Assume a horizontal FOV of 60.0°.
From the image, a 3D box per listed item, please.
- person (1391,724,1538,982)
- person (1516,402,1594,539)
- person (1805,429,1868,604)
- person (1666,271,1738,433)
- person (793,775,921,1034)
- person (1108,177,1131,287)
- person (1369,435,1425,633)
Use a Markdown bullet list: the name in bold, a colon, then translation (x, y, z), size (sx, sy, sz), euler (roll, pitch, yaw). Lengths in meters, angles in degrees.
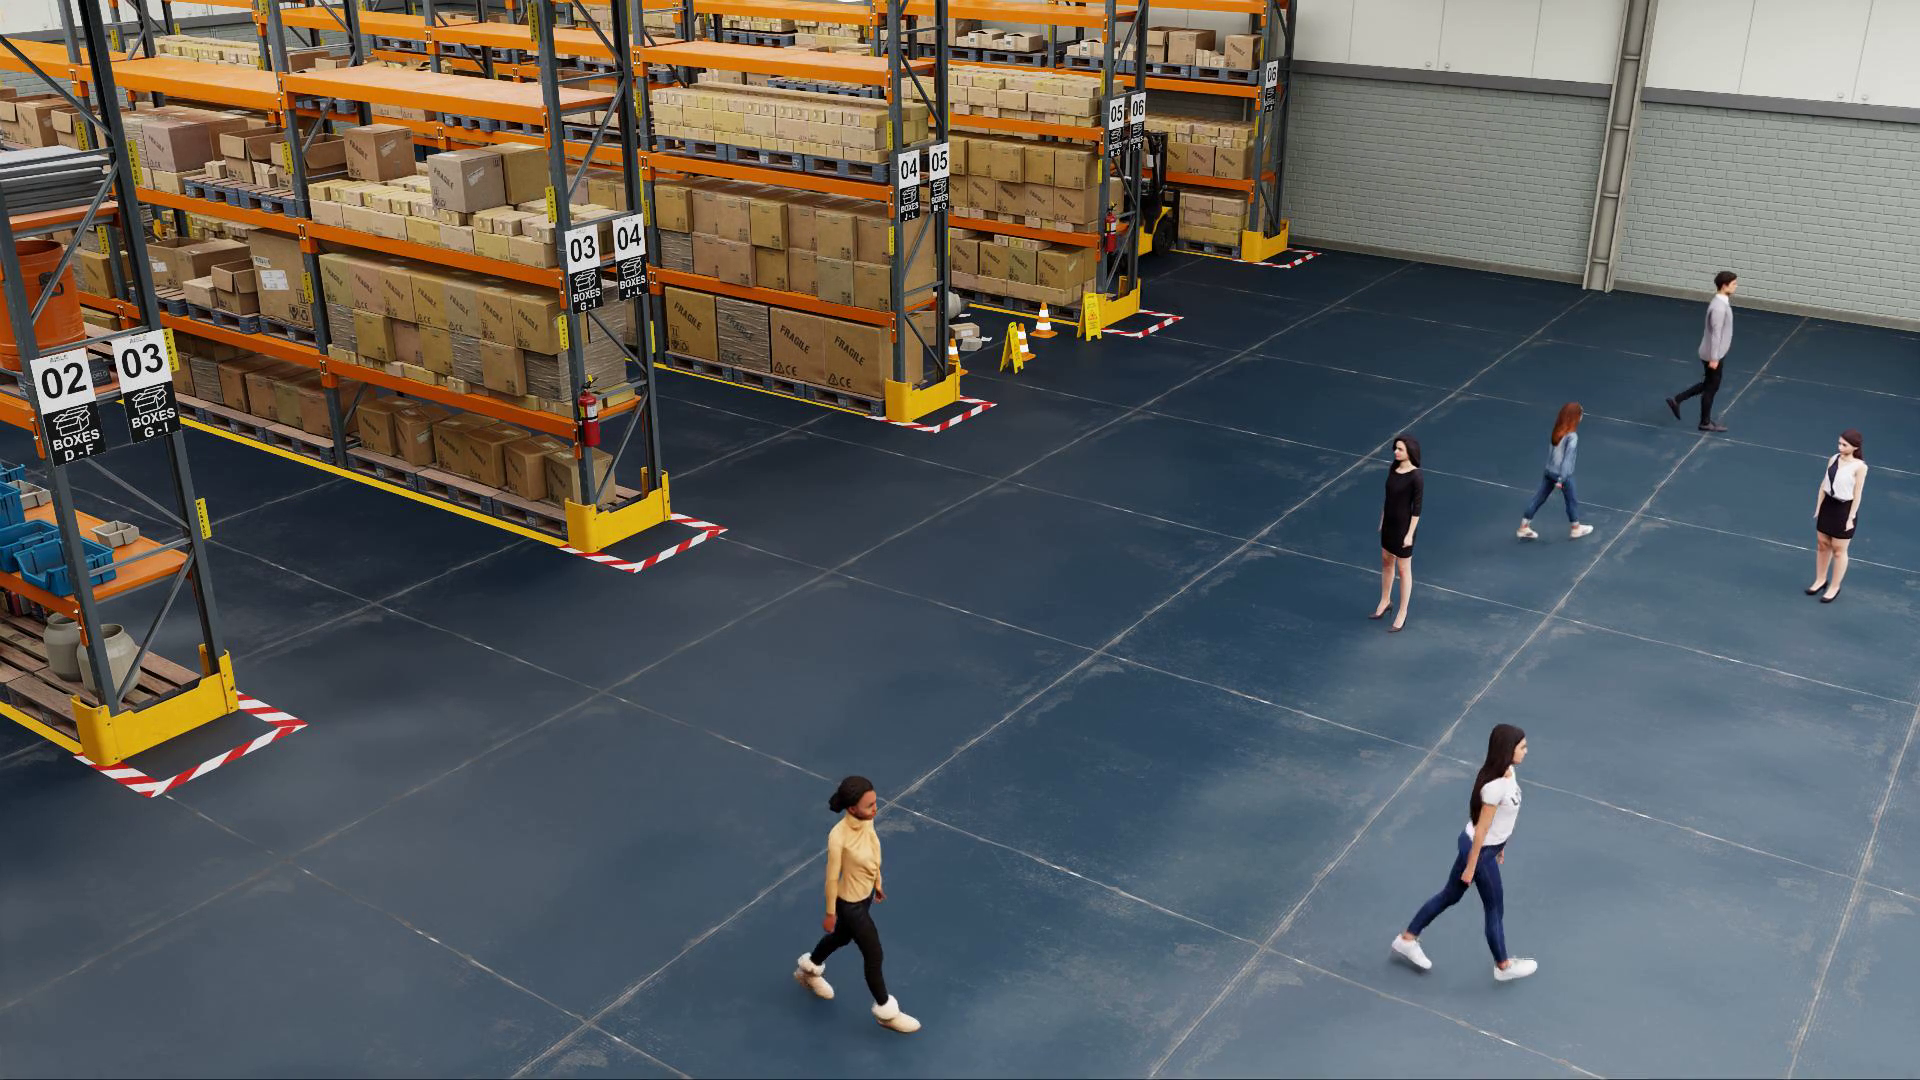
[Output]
- **person**: translation (3.047, 1.907, 10.075), size (1.167, 1.734, 0.826), euler (10, 25, 22)
- **person**: translation (5.851, -0.648, 16.464), size (1.021, 1.437, 0.994), euler (-6, 24, -13)
- **person**: translation (8.039, -0.235, 15.221), size (0.691, 1.649, 0.588), euler (-10, 25, -23)
- **person**: translation (8.765, -2.218, 19.551), size (1.030, 1.910, 0.843), euler (10, 25, 22)
- **person**: translation (-0.696, 2.096, 9.773), size (1.164, 1.624, 0.765), euler (10, 25, 22)
- **person**: translation (2.568, -4.683, 25.567), size (0.787, 1.740, 0.869), euler (-16, 28, -34)
- **person**: translation (3.869, -0.074, 14.642), size (0.720, 1.807, 0.618), euler (-8, 24, -18)
